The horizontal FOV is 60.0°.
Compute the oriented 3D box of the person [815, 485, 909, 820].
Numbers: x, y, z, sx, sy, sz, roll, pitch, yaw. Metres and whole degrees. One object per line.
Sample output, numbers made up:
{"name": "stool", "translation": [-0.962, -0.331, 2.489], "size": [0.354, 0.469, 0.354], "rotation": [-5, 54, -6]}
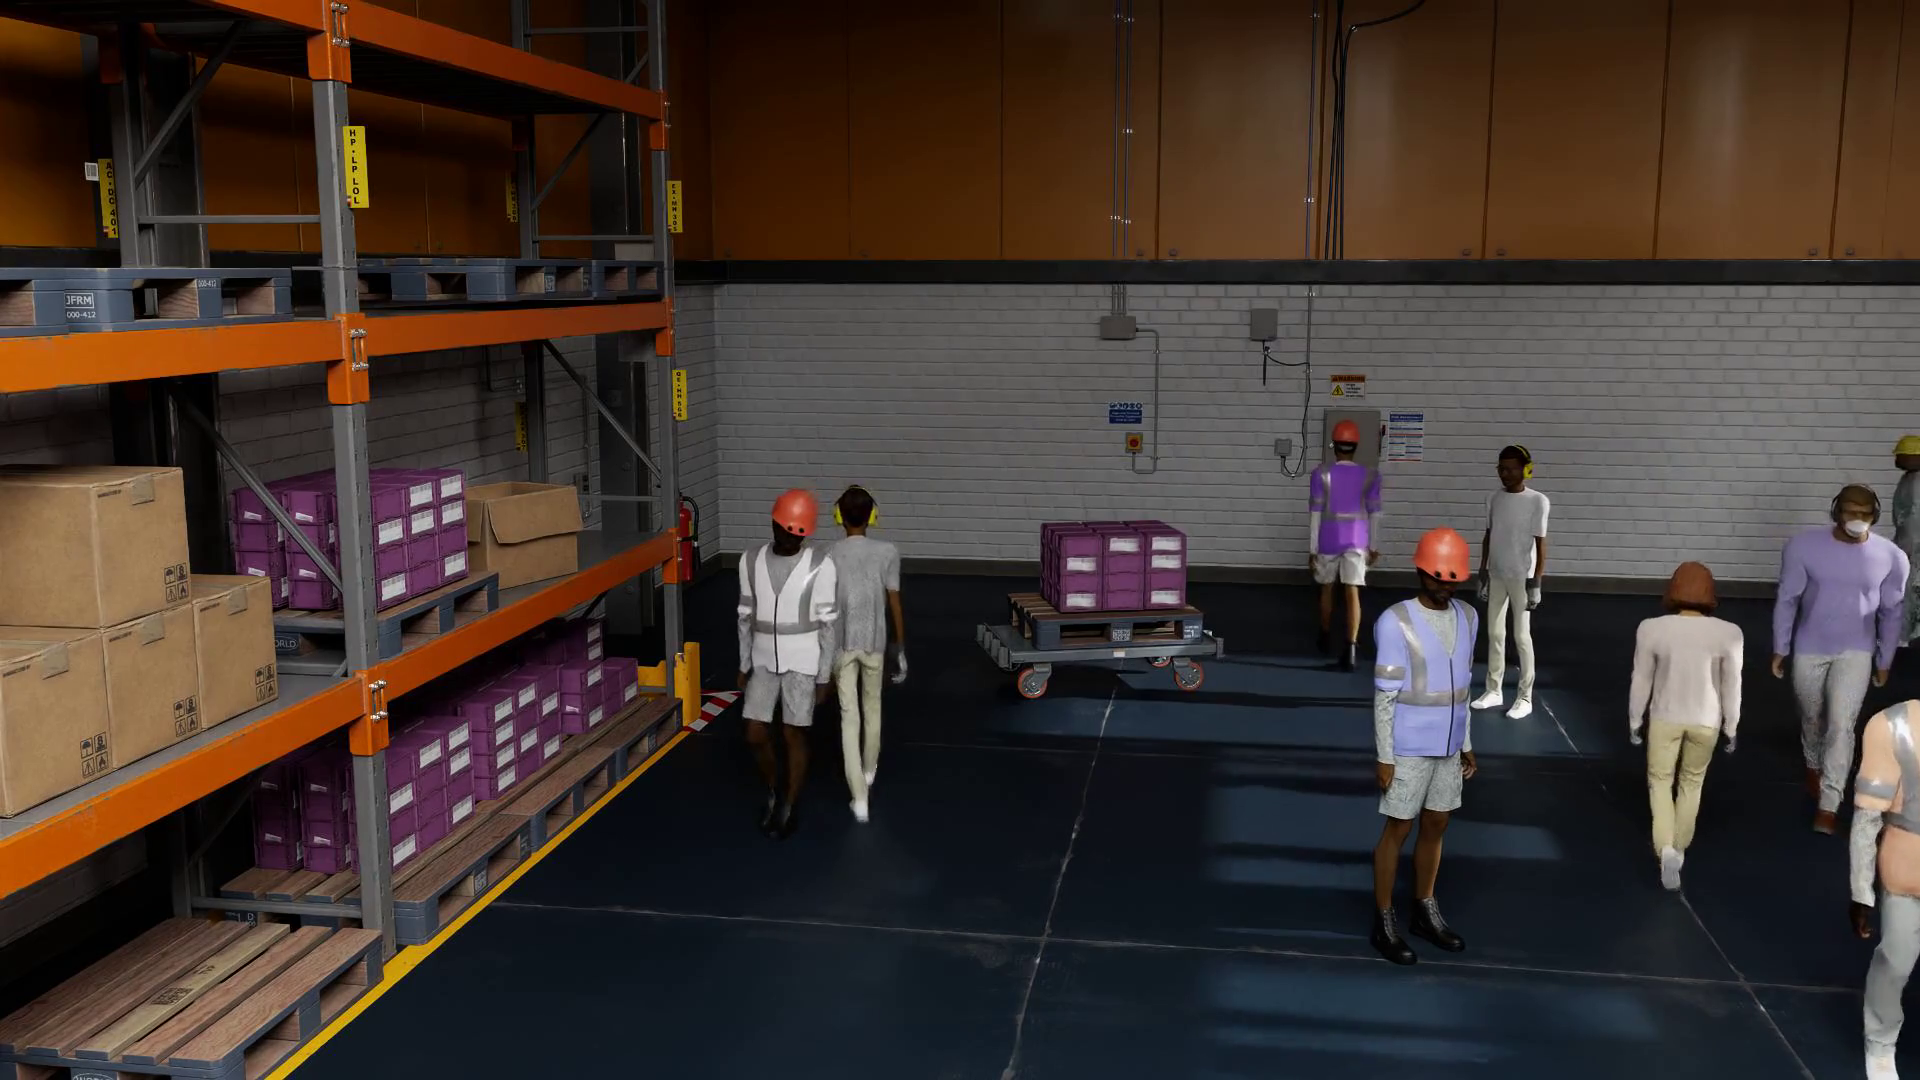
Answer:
{"name": "person", "translation": [-0.597, 0.596, 9.455], "size": [0.558, 1.829, 0.914], "rotation": [-1, 9, -8]}

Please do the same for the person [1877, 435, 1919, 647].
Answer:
{"name": "person", "translation": [7.628, 0.013, 13.372], "size": [0.414, 1.725, 0.498], "rotation": [4, 10, 21]}

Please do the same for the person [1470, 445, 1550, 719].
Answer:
{"name": "person", "translation": [3.748, 0.275, 11.363], "size": [0.312, 1.859, 0.513], "rotation": [-7, 11, -35]}

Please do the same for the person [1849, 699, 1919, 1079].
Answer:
{"name": "person", "translation": [3.423, 1.171, 5.810], "size": [0.608, 1.866, 1.030], "rotation": [2, 10, 14]}

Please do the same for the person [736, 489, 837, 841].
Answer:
{"name": "person", "translation": [-0.941, 0.668, 8.811], "size": [0.588, 1.898, 0.414], "rotation": [3, 10, 15]}

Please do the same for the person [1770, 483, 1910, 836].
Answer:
{"name": "person", "translation": [4.882, 0.602, 9.261], "size": [0.637, 1.898, 1.019], "rotation": [5, 11, 30]}

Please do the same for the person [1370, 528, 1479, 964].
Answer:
{"name": "person", "translation": [2.067, 0.895, 7.315], "size": [0.551, 1.928, 0.374], "rotation": [-5, 10, -27]}

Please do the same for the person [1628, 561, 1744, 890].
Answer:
{"name": "person", "translation": [3.576, 0.912, 8.208], "size": [0.507, 1.605, 0.705], "rotation": [3, 10, 15]}

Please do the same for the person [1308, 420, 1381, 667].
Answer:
{"name": "person", "translation": [2.977, 0.016, 12.898], "size": [0.565, 1.887, 1.008], "rotation": [1, 9, 4]}
